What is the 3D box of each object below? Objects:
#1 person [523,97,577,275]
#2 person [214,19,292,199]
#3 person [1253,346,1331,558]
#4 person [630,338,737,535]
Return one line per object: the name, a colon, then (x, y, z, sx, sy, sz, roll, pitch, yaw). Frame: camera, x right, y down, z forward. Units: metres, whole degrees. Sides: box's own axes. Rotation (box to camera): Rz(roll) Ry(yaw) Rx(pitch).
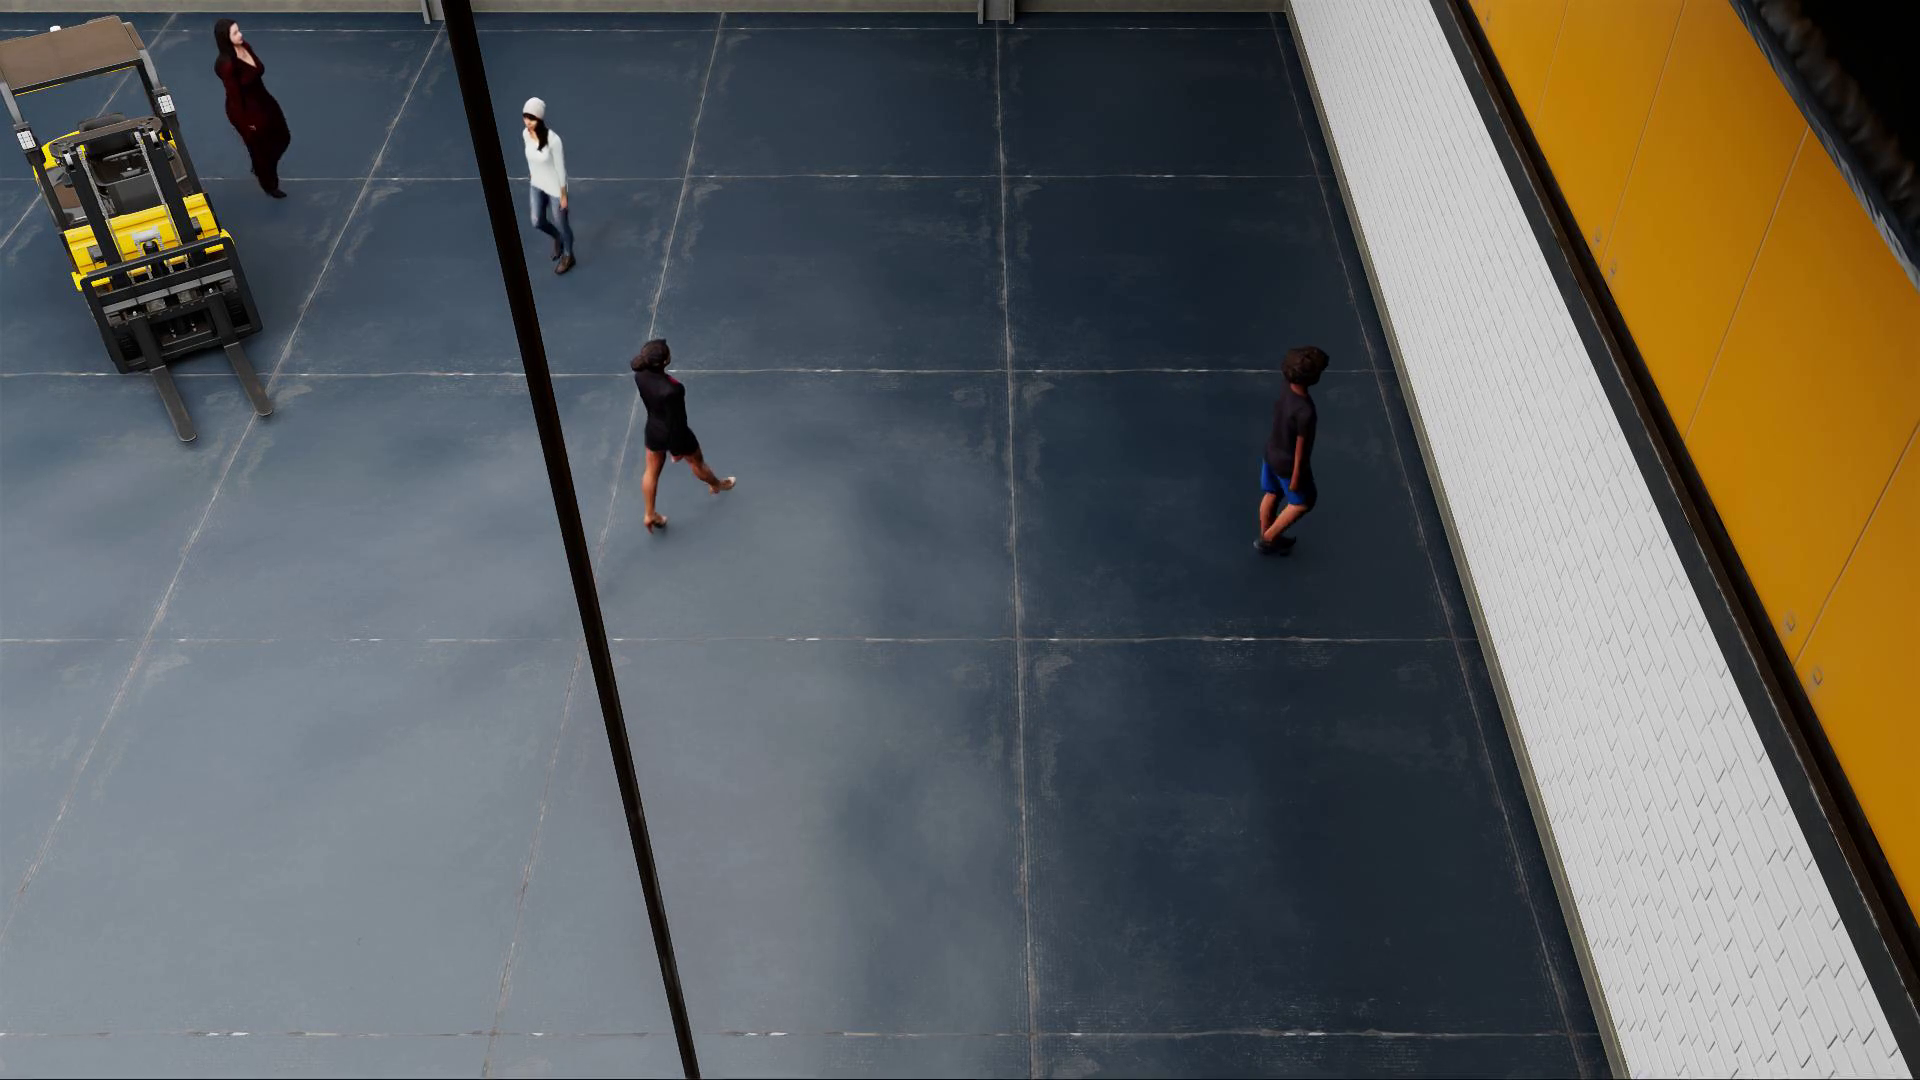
person: (-3.444, -3.043, 14.158, 0.670, 1.639, 0.744, 18, 47, 18)
person: (-6.446, -3.860, 14.934, 0.733, 1.751, 0.701, 5, 44, 5)
person: (2.186, -0.557, 11.440, 0.702, 1.789, 0.703, -10, 44, -10)
person: (-2.117, -0.679, 11.703, 1.011, 1.603, 1.009, 30, 51, 28)
